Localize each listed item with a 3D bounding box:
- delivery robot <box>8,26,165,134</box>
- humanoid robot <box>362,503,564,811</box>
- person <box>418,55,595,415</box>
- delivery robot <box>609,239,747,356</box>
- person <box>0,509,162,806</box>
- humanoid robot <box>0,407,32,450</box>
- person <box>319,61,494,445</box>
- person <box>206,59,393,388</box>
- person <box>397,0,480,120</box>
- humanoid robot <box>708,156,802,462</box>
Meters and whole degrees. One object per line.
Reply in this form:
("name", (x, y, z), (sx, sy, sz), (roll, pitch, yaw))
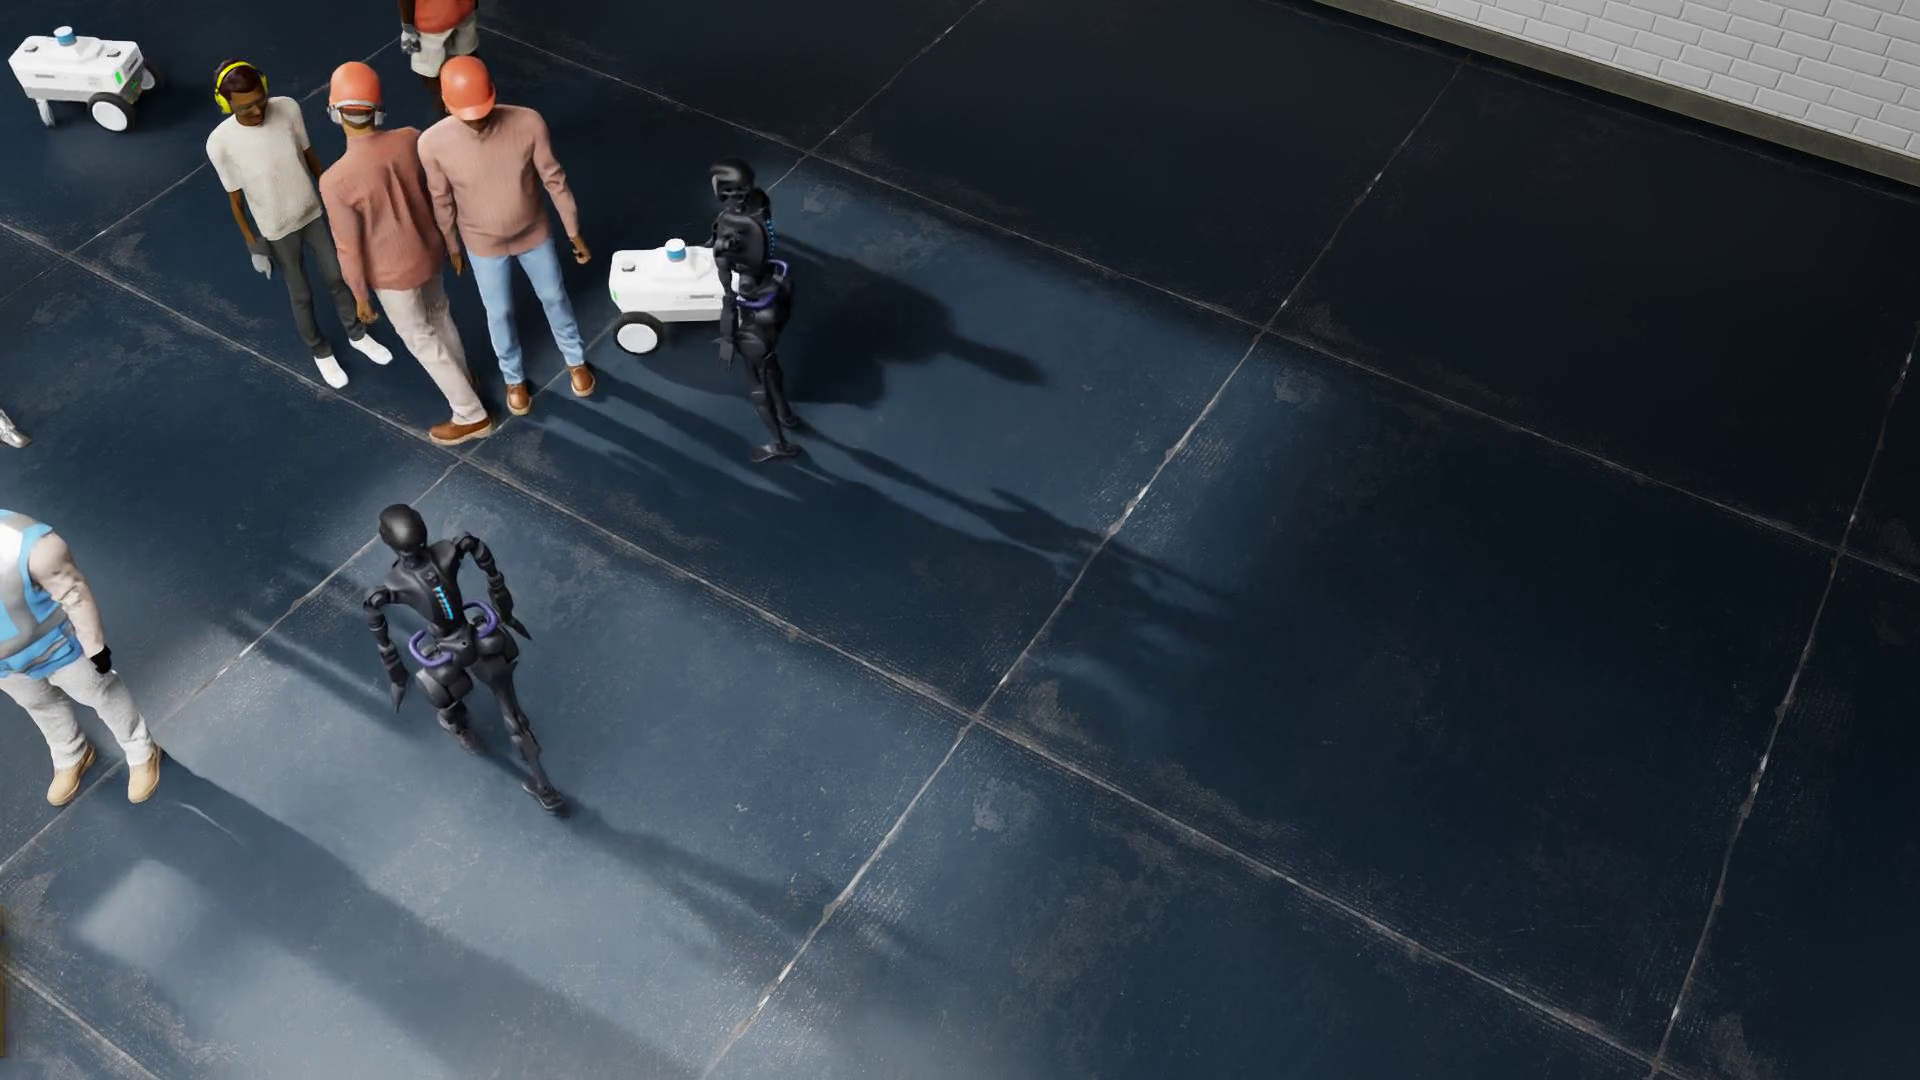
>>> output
("delivery robot", (-5.307, -2.827, 10.085), (0.749, 0.577, 0.512), (4, 49, 4))
("humanoid robot", (-1.961, 0.447, 6.525), (0.596, 1.628, 0.788), (-35, 57, -26))
("person", (-2.144, -1.455, 7.950), (0.640, 1.983, 0.399), (-18, 51, -15))
("delivery robot", (-1.493, -1.321, 8.785), (0.783, 0.601, 0.499), (-2, 49, -2))
("person", (-3.597, 0.403, 6.421), (0.622, 1.841, 0.431), (1, 49, 0))
("humanoid robot", (-5.138, -1.186, 7.899), (0.995, 1.771, 0.536), (24, 53, 20))
("person", (-2.577, -1.290, 7.836), (0.590, 1.947, 0.664), (23, 53, 19))
("person", (-3.235, -1.529, 8.101), (0.350, 1.856, 0.524), (33, 56, 25))
("person", (-2.921, -2.996, 9.321), (0.390, 1.948, 0.625), (19, 52, 16))
("humanoid robot", (-0.944, -1.085, 7.826), (0.359, 1.642, 0.588), (13, 50, 11))
